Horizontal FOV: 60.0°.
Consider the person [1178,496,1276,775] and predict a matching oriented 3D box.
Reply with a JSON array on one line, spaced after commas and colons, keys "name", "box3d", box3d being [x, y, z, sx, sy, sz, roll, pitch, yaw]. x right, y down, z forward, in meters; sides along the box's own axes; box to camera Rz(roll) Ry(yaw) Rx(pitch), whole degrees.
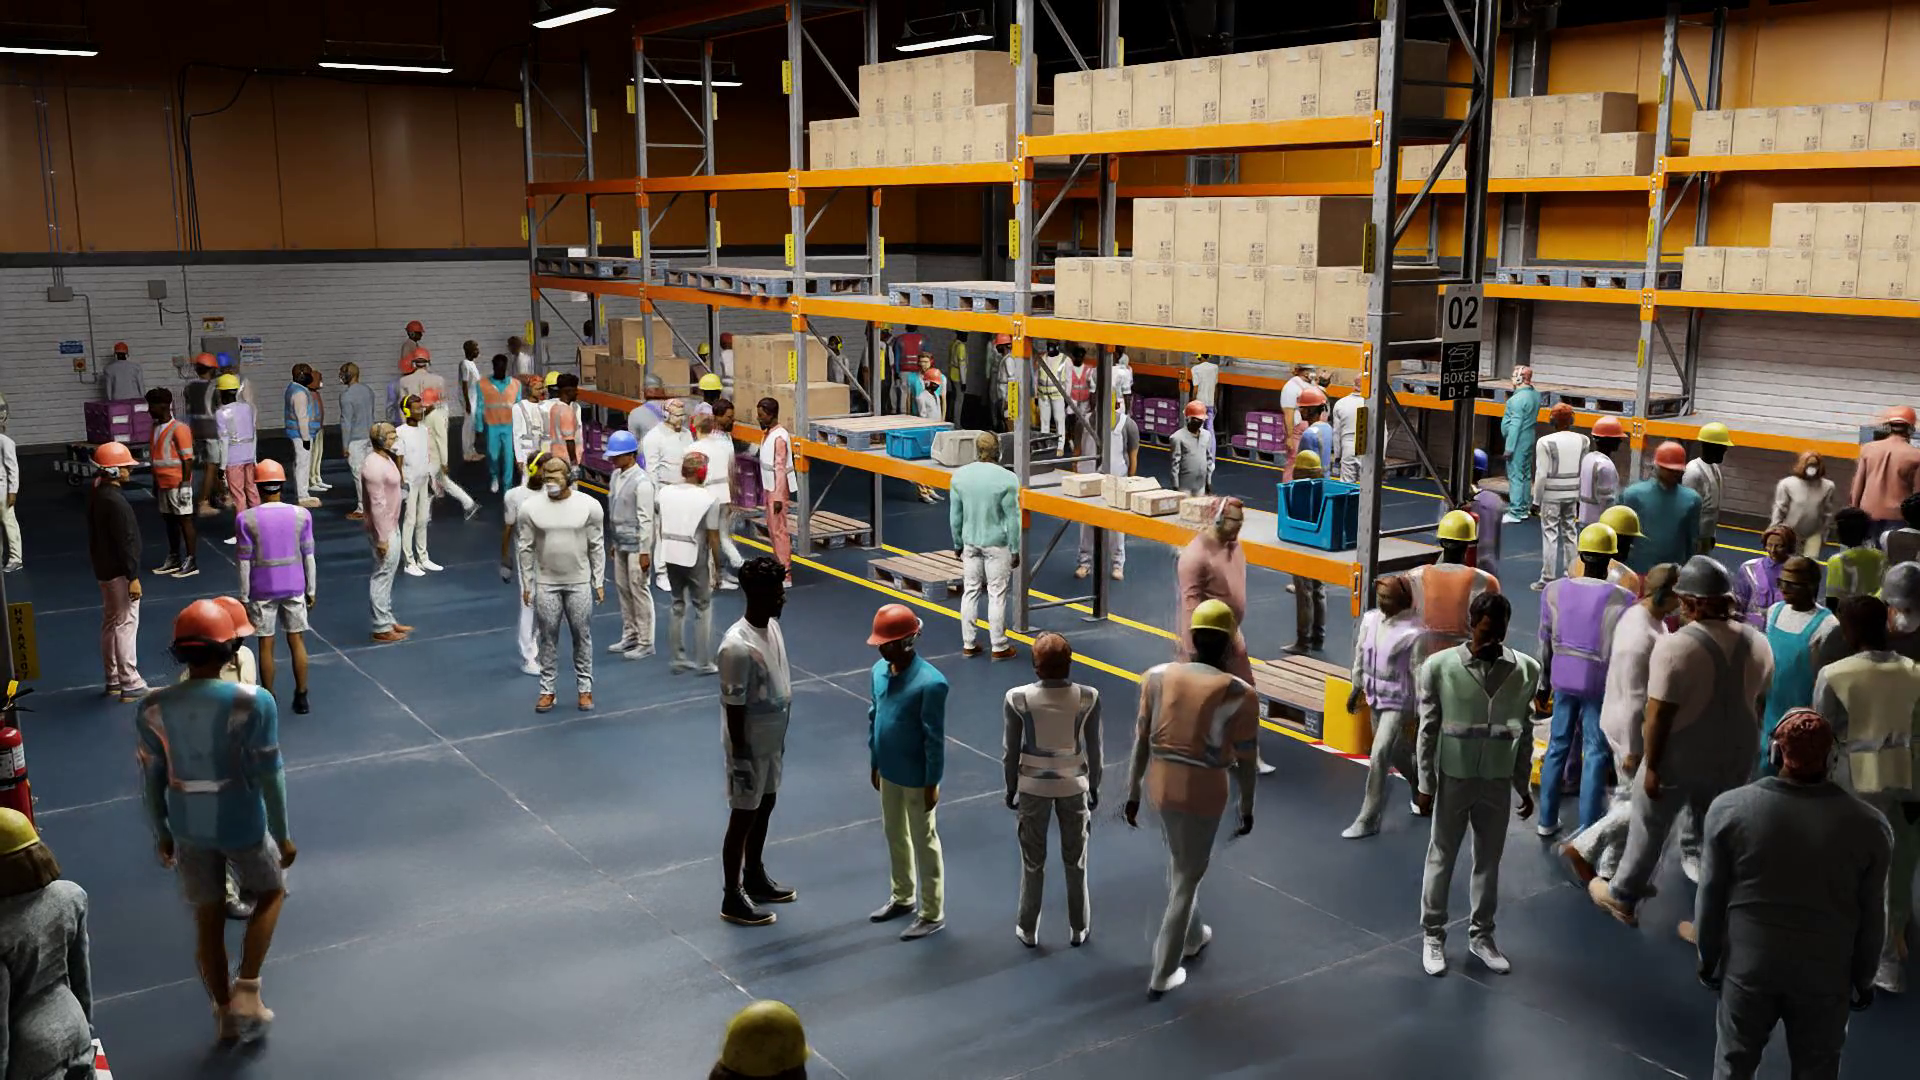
[{"name": "person", "box3d": [1.757, 0.650, 10.946, 0.866, 1.868, 0.672, 10, 15, 43]}]

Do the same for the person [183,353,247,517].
[{"name": "person", "box3d": [-9.264, -1.318, 20.696, 0.621, 2.002, 0.895, 5, 12, 26]}]

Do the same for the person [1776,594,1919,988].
[{"name": "person", "box3d": [4.417, 1.186, 8.249, 0.593, 1.860, 0.965, -4, 12, -18]}]

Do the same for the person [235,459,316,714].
[{"name": "person", "box3d": [-5.059, 0.360, 12.317, 0.550, 1.925, 0.392, -8, 14, -35]}]

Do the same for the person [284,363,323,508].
[{"name": "person", "box3d": [-8.380, -1.335, 21.236, 0.431, 1.835, 0.623, -6, 12, -27]}]

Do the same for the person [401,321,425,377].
[{"name": "person", "box3d": [-8.943, -2.602, 27.321, 0.408, 1.986, 0.617, 1, 11, 3]}]

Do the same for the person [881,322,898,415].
[{"name": "person", "box3d": [-1.338, -3.111, 30.337, 0.404, 1.825, 0.594, -11, 15, -43]}]

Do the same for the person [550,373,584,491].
[{"name": "person", "box3d": [-4.396, -0.895, 18.637, 0.371, 1.961, 0.608, -5, 12, -24]}]

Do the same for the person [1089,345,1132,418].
[{"name": "person", "box3d": [2.107, -1.800, 23.254, 0.613, 1.963, 0.362, 5, 12, 23]}]

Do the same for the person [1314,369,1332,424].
[{"name": "person", "box3d": [4.857, -1.487, 22.494, 0.309, 1.640, 0.513, 1, 11, 7]}]

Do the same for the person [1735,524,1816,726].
[{"name": "person", "box3d": [5.557, 0.689, 11.380, 0.525, 1.632, 0.312, 8, 13, 34]}]

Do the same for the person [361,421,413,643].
[{"name": "person", "box3d": [-5.014, -0.075, 14.499, 0.352, 1.937, 0.635, -2, 11, -12]}]

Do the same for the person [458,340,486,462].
[{"name": "person", "box3d": [-7.395, -2.099, 25.128, 0.349, 1.838, 0.505, -1, 11, -6]}]

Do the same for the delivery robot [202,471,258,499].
[{"name": "delivery robot", "box3d": [-9.302, -0.763, 21.329, 0.707, 0.478, 0.477, -10, 15, -43]}]

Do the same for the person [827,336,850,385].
[{"name": "person", "box3d": [-1.903, -2.248, 25.839, 0.506, 1.861, 0.330, 10, 15, 42]}]

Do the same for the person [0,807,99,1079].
[{"name": "person", "box3d": [-3.180, 1.746, 5.699, 0.307, 1.736, 0.484, 3, 11, 13]}]

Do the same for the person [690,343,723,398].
[{"name": "person", "box3d": [-3.886, -2.123, 25.422, 0.524, 1.769, 0.314, 2, 11, 8]}]

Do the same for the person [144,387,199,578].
[{"name": "person", "box3d": [-8.114, -0.596, 17.105, 0.603, 1.962, 0.372, 8, 14, 35]}]

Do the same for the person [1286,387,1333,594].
[{"name": "person", "box3d": [3.425, -0.484, 16.327, 0.380, 2.040, 0.615, 6, 12, 27]}]

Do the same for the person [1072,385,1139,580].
[{"name": "person", "box3d": [1.460, -0.606, 16.955, 0.682, 2.000, 0.538, 3, 11, 14]}]

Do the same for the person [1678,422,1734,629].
[{"name": "person", "box3d": [6.490, -0.076, 14.552, 0.396, 1.920, 0.587, 10, 15, 41]}]

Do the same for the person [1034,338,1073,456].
[{"name": "person", "box3d": [1.421, -2.214, 25.689, 0.627, 1.847, 0.429, 5, 12, 25]}]

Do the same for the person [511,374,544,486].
[{"name": "person", "box3d": [-4.925, -0.978, 19.280, 0.358, 1.880, 0.575, 7, 13, 33]}]

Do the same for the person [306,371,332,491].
[{"name": "person", "box3d": [-8.703, -1.471, 22.453, 0.277, 1.627, 0.502, -1, 11, -6]}]

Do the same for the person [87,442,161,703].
[{"name": "person", "box3d": [-6.423, 0.241, 12.736, 0.622, 1.992, 0.393, 10, 15, 43]}]

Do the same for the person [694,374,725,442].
[{"name": "person", "box3d": [-2.830, -0.921, 18.854, 0.373, 1.928, 0.584, -4, 12, -18]}]

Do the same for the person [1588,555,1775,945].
[{"name": "person", "box3d": [3.719, 1.039, 8.533, 0.702, 2.000, 0.867, -2, 11, -8]}]

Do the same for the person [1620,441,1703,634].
[{"name": "person", "box3d": [5.488, 0.182, 13.109, 0.622, 1.964, 0.791, 2, 11, 11]}]

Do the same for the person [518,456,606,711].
[{"name": "person", "box3d": [-2.972, 0.326, 12.451, 0.635, 1.936, 0.351, -2, 11, -8]}]

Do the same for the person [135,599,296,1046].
[{"name": "person", "box3d": [-3.282, 1.264, 7.408, 0.646, 2.030, 0.419, 0, 11, -2]}]

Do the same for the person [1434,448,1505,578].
[{"name": "person", "box3d": [3.885, 0.250, 12.951, 0.741, 1.914, 0.498, -6, 12, -27]}]

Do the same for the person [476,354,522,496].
[{"name": "person", "box3d": [-6.054, -1.501, 21.901, 0.635, 1.897, 0.438, -6, 12, -26]}]

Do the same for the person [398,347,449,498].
[{"name": "person", "box3d": [-7.035, -1.533, 21.850, 0.620, 1.986, 0.409, -3, 12, -17]}]

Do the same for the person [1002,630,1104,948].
[{"name": "person", "box3d": [0.470, 1.265, 8.410, 0.515, 1.639, 0.307, 0, 11, -2]}]

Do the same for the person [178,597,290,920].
[{"name": "person", "box3d": [-3.837, 1.142, 8.787, 0.351, 1.738, 0.574, 2, 11, 8]}]

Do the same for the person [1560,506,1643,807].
[{"name": "person", "box3d": [4.038, 0.731, 10.447, 0.400, 1.915, 0.591, -4, 12, -17]}]

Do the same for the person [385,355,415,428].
[{"name": "person", "box3d": [-7.445, -1.575, 22.410, 0.620, 1.859, 1.024, -4, 12, -19]}]

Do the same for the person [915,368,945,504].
[{"name": "person", "box3d": [-0.376, -1.349, 21.515, 0.337, 1.742, 0.562, 4, 12, 20]}]

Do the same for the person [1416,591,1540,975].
[{"name": "person", "box3d": [2.524, 1.177, 8.157, 0.589, 1.915, 0.393, -1, 11, -4]}]

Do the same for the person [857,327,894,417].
[{"name": "person", "box3d": [-1.370, -2.460, 26.440, 0.535, 2.000, 0.683, 6, 13, 28]}]

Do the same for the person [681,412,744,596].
[{"name": "person", "box3d": [-2.365, -0.328, 16.100, 0.623, 1.816, 0.596, 8, 14, 36]}]

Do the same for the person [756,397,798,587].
[{"name": "person", "box3d": [-1.843, -0.477, 16.650, 0.409, 1.907, 0.598, -4, 12, -17]}]

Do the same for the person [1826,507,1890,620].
[{"name": "person", "box3d": [6.337, 0.615, 11.668, 0.556, 1.669, 0.631, -5, 12, -23]}]

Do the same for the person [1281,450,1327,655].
[{"name": "person", "box3d": [2.931, 0.101, 14.103, 0.317, 1.742, 0.488, 10, 15, 41]}]

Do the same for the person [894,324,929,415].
[{"name": "person", "box3d": [-0.875, -3.071, 30.118, 0.630, 1.835, 0.432, 0, 11, -2]}]
